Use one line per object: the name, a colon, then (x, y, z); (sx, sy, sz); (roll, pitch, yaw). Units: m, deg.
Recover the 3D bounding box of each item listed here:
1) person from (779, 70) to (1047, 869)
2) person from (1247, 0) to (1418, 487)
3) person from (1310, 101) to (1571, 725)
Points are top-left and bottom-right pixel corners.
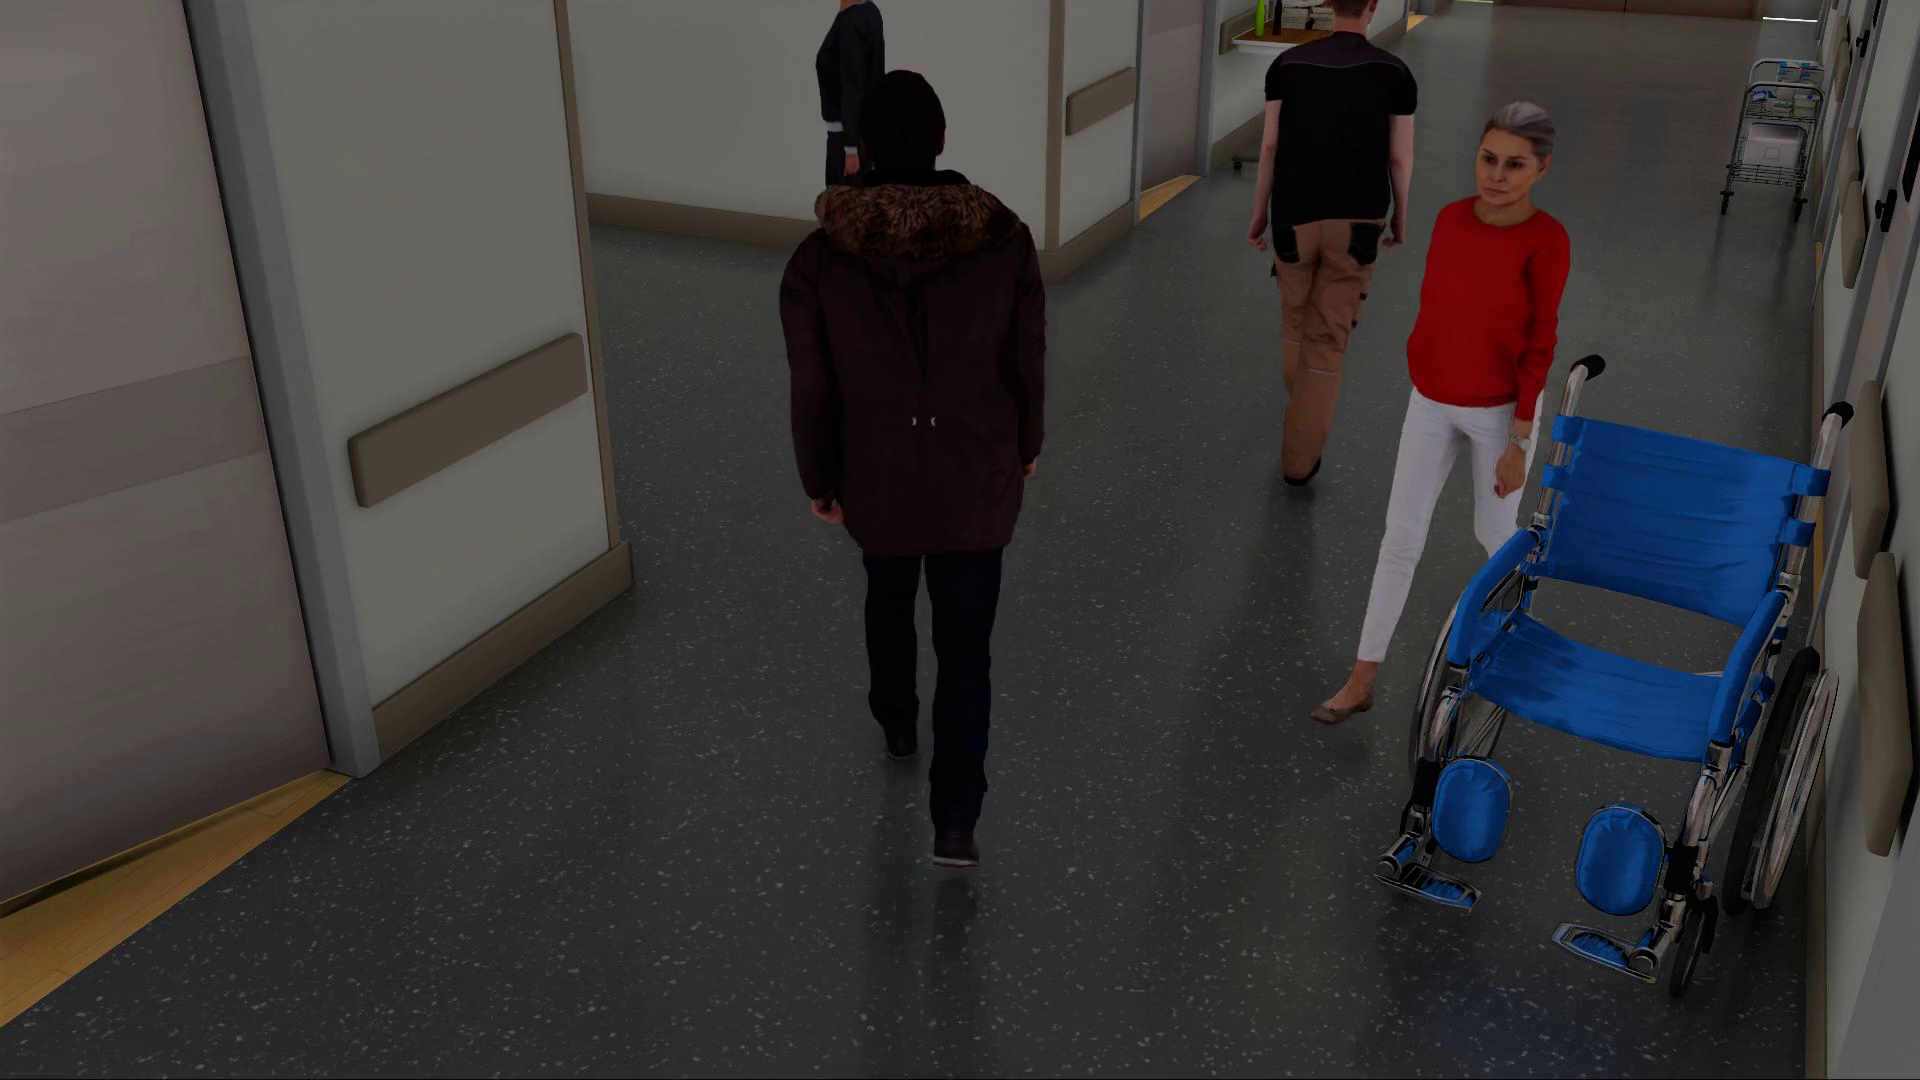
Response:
person: (-0.071, -0.097, 3.818); (1.053, 1.810, 1.290); (1, 26, 2)
person: (1.272, -1.068, 5.863); (0.679, 1.782, 1.160); (12, 28, 23)
person: (1.430, -0.318, 4.470); (0.829, 1.641, 1.209); (23, 34, 39)
